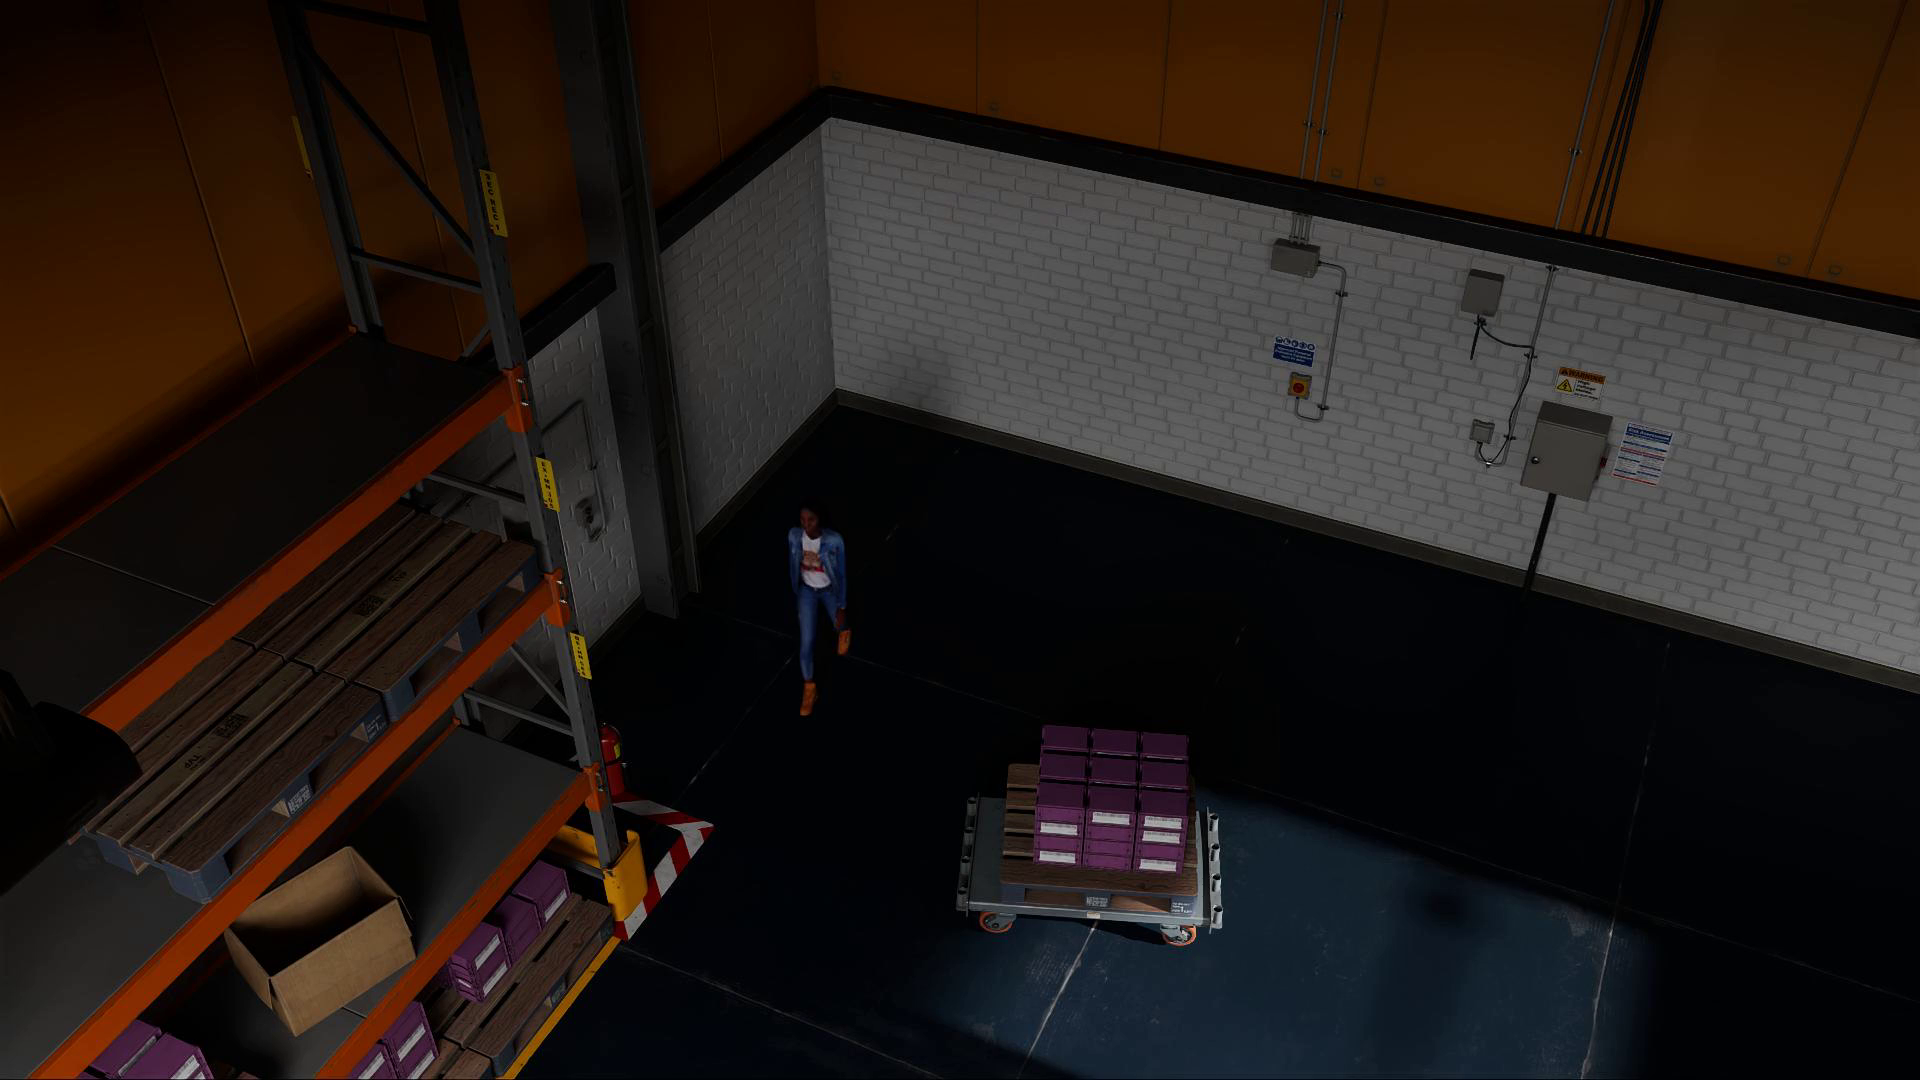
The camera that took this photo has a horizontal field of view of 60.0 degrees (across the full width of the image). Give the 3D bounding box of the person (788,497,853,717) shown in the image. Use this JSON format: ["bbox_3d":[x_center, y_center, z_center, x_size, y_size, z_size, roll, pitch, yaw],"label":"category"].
[{"bbox_3d":[-0.953,0.361,11.897,0.796,1.677,1.200,6,39,8],"label":"person"}]
